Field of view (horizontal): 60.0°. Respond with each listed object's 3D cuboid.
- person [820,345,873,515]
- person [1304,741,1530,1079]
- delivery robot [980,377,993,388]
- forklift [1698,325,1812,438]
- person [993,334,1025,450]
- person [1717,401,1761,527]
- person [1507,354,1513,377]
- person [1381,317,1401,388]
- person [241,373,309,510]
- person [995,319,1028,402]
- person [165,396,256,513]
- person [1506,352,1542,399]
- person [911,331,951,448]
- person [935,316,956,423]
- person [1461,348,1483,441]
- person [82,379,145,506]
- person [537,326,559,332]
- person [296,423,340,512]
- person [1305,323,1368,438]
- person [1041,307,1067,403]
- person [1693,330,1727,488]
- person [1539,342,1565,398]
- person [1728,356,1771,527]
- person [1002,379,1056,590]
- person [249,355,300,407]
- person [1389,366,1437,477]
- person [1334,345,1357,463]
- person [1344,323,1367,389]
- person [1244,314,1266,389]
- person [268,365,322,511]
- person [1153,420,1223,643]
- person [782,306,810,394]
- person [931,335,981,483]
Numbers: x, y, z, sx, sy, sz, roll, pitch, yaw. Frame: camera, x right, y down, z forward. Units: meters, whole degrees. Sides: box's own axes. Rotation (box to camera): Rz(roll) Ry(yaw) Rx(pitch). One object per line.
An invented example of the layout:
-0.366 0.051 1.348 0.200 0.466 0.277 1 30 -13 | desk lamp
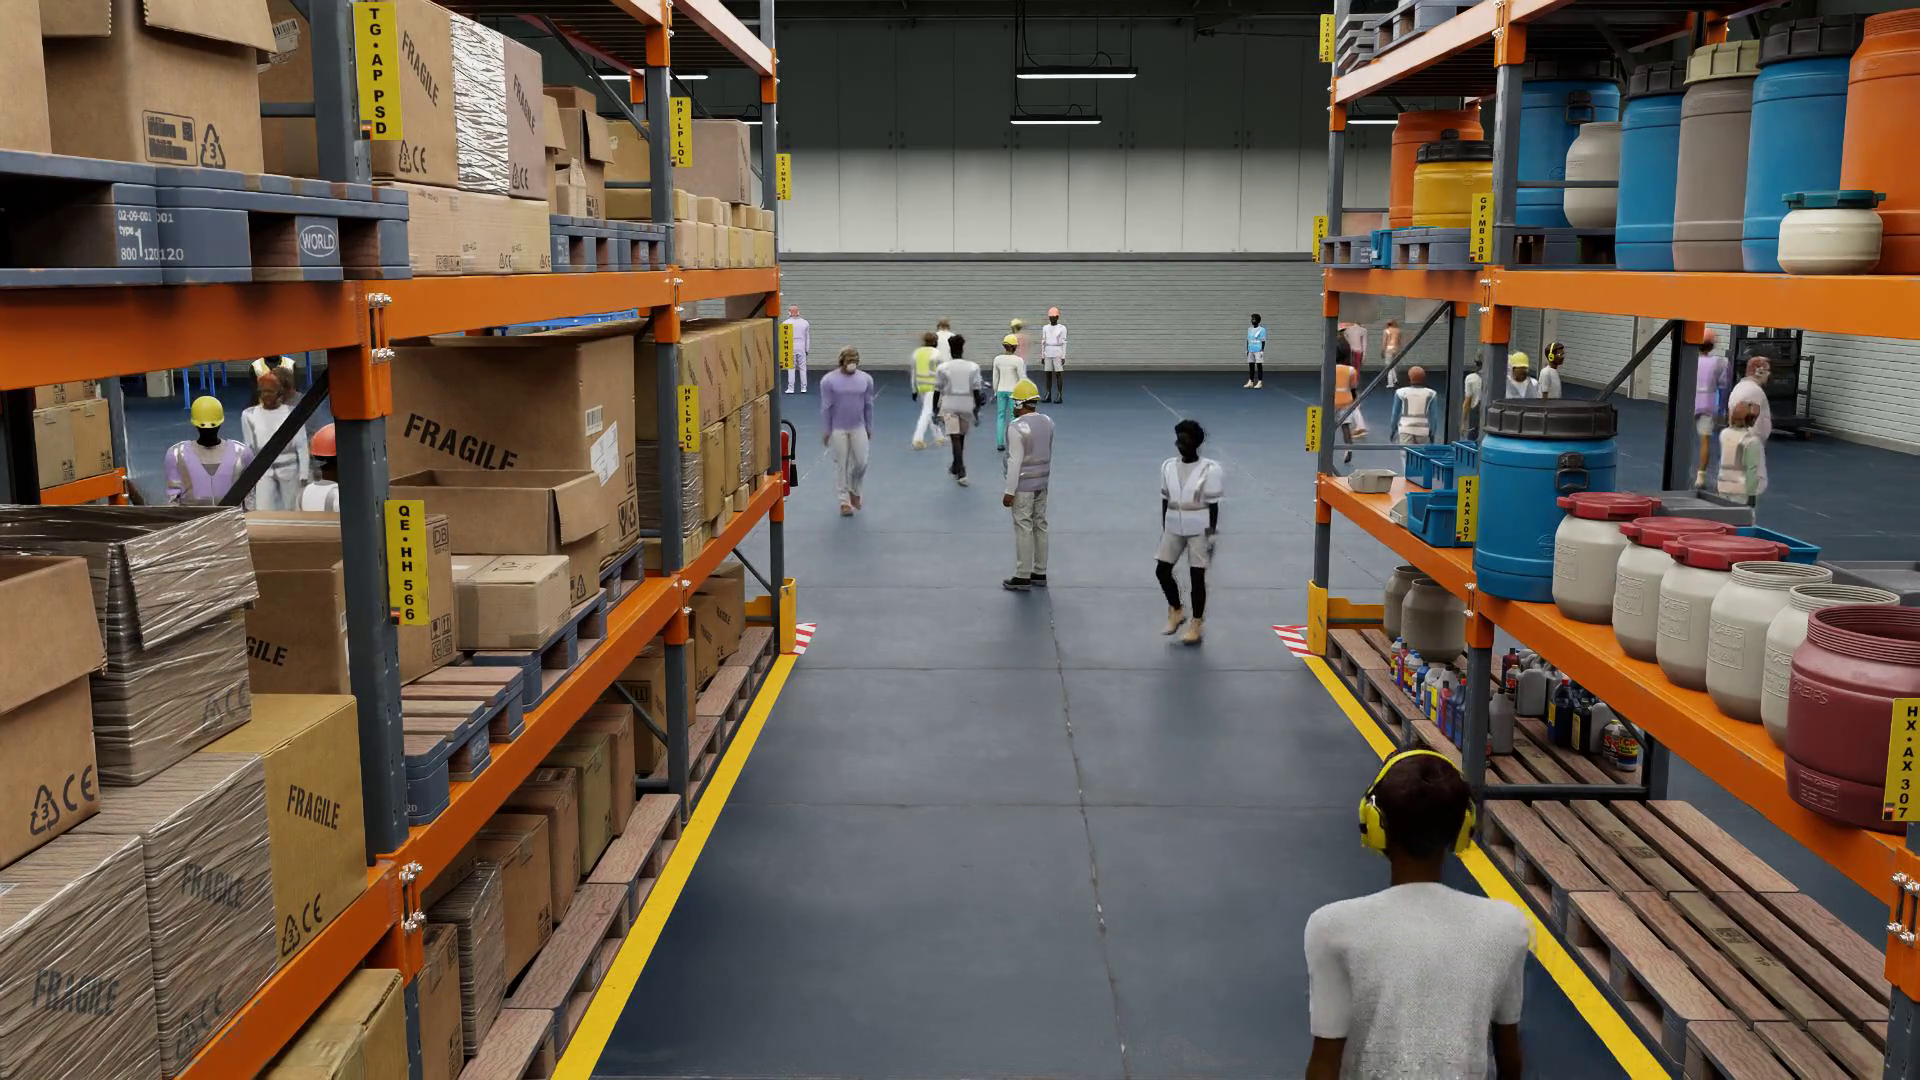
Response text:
-1.268 -1.240 18.823 0.625 1.920 0.435 -3 10 -16 | person
0.971 1.331 3.719 0.536 1.827 0.911 0 9 -1 | person
0.402 -3.192 33.679 0.335 0.223 0.698 6 12 34 | delivery robot
13.248 -3.165 27.620 1.129 2.768 1.873 0 9 1 | forklift
0.757 -2.238 25.270 0.534 1.767 0.319 6 11 30 | person
6.932 -0.439 14.925 0.514 1.622 0.527 -2 10 -12 | person
7.447 -1.884 22.800 0.626 1.890 0.425 -3 10 -15 | person
9.796 -4.269 37.870 0.548 1.610 0.390 -5 11 -28 | person
-6.210 -0.577 15.084 0.598 1.836 0.952 -1 10 -8 | person
1.134 -3.611 33.662 0.925 1.706 0.529 7 12 34 | person
-5.298 -0.068 11.823 0.585 1.918 0.379 -5 11 -28 | person
6.681 -1.344 19.869 0.595 1.781 0.941 -2 10 -10 | person
-0.462 -2.324 25.734 0.630 1.799 0.972 9 13 42 | person
-0.286 -3.041 29.698 0.643 1.904 0.959 0 9 -2 | person
6.377 -1.418 20.187 0.514 1.823 0.629 -1 9 -3 | person
-8.698 -0.942 16.853 0.623 1.993 1.045 6 11 33 | person
-10.674 -5.321 43.048 0.629 2.000 0.692 3 10 20 | person
-3.553 0.296 9.577 0.542 1.939 0.364 8 12 39 | person
6.205 -2.627 27.088 1.036 1.946 0.646 7 12 38 | person
1.896 -3.764 33.891 0.552 1.938 0.356 6 11 31 | person
9.494 -1.693 21.359 0.632 1.981 1.057 3 10 17 | person
7.302 -1.504 20.565 0.328 1.873 0.519 5 11 28 | person
8.131 -0.951 17.206 0.696 1.888 0.707 1 10 8 | person
0.578 -0.491 14.604 0.404 1.835 0.586 8 12 39 | person
-9.209 -1.788 22.402 0.630 1.836 0.432 -4 10 -25 | person
5.454 -1.287 20.030 0.521 1.634 0.463 1 10 5 | person
5.436 -1.947 23.807 0.538 1.677 0.765 0 9 0 | person
8.860 -4.230 37.318 0.527 1.734 0.826 2 10 10 | person
6.705 -4.287 37.751 0.322 1.697 0.530 -7 12 -36 | person
-6.148 -0.650 15.335 0.677 1.906 0.436 7 11 34 | person
1.711 -0.061 12.474 0.538 1.688 0.369 6 11 34 | person
-3.601 -4.149 36.317 0.638 1.902 0.407 -4 10 -25 | person
-0.042 -1.712 21.710 0.612 1.914 1.021 -2 10 -15 | person
